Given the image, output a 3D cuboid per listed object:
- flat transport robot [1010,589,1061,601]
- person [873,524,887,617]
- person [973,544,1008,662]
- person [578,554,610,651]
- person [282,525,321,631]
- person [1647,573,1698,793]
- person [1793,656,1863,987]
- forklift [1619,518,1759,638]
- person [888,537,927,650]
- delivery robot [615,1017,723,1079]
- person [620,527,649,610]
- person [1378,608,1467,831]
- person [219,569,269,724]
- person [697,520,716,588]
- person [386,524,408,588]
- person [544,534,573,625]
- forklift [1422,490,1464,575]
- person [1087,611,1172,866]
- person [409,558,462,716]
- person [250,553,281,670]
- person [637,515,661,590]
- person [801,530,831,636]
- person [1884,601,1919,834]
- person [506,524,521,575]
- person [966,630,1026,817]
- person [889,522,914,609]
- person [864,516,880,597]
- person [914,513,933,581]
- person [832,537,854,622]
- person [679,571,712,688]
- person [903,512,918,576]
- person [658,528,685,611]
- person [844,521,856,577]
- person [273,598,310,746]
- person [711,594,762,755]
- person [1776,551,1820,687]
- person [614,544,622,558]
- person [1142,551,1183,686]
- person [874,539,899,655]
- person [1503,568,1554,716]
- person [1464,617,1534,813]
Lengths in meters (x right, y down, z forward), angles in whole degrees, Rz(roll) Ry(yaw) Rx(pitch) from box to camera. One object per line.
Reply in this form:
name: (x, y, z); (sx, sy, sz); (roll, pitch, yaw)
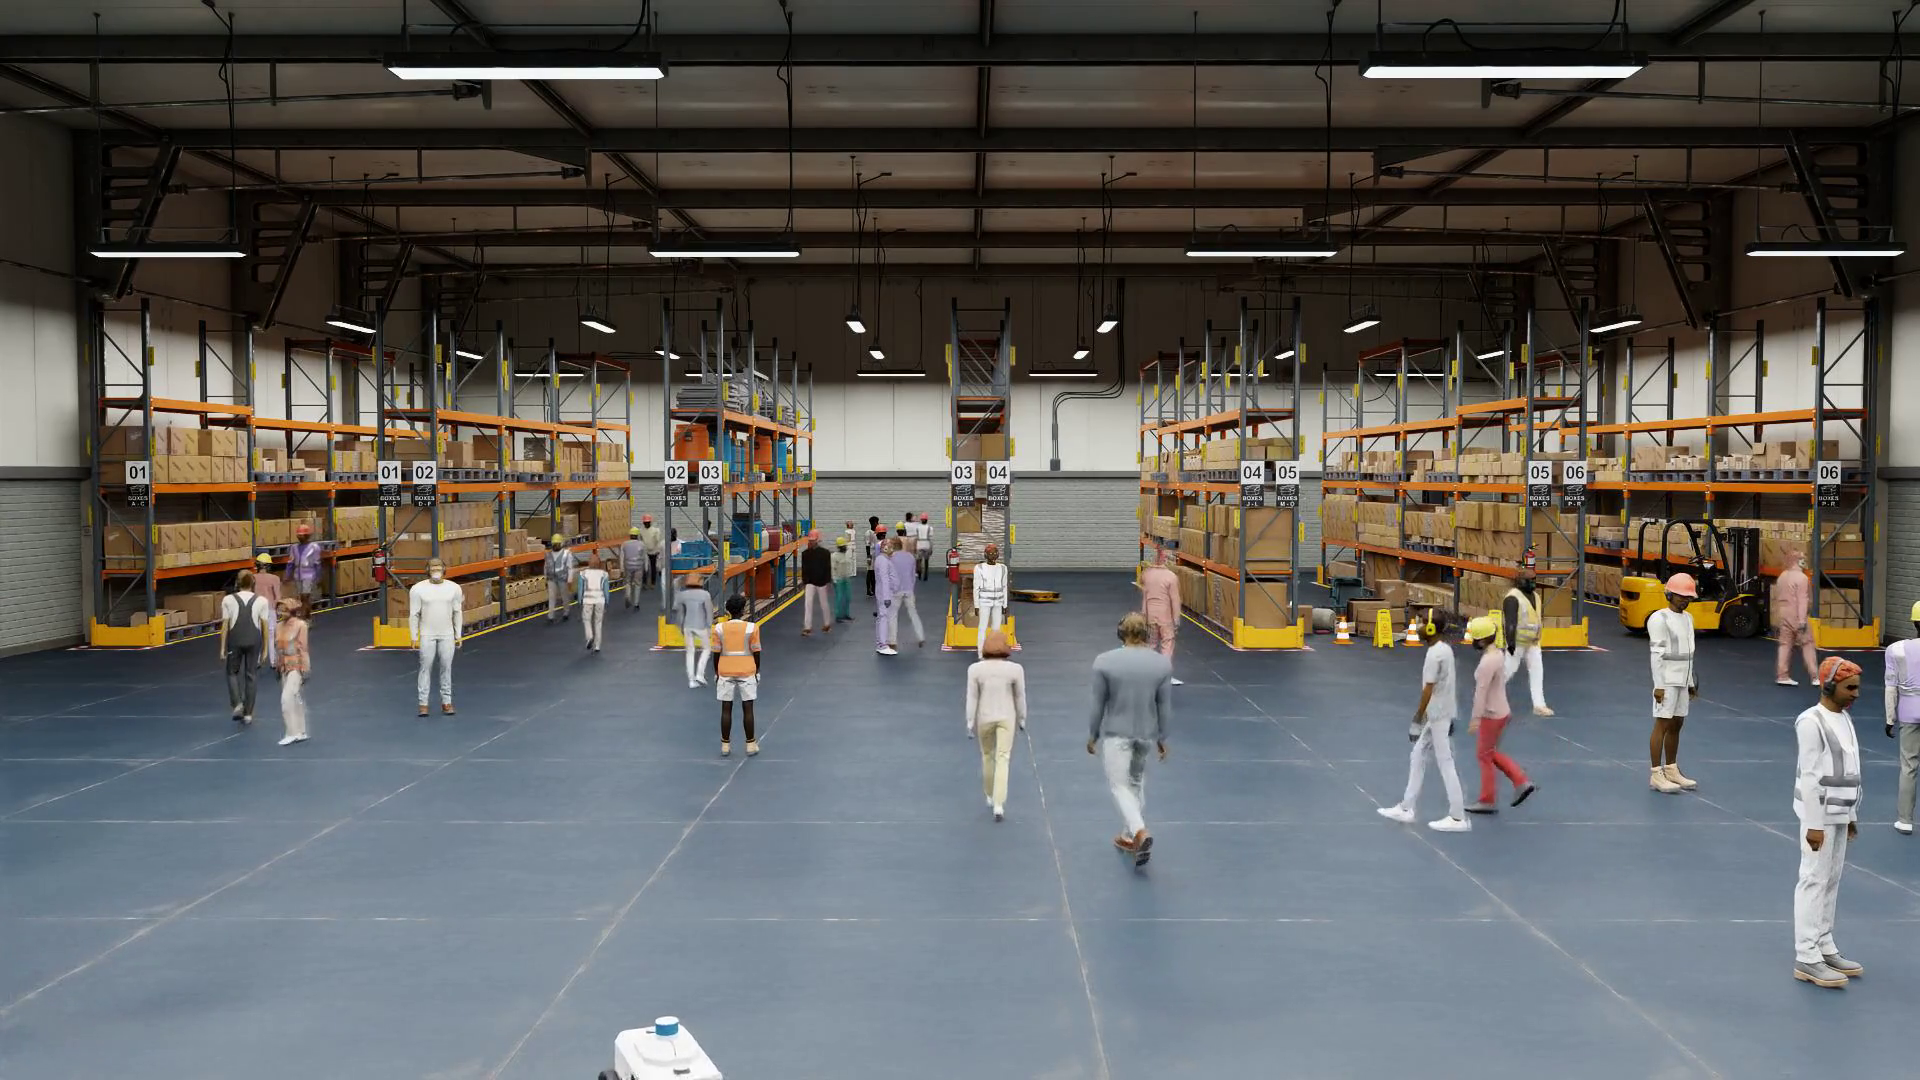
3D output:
flat transport robot: (1.740, 1.302, 38.084); (0.652, 0.197, 1.431); (-1, 3, -28)
person: (-1.635, 0.636, 33.853); (0.382, 1.930, 0.539); (2, 3, 34)
person: (0.479, 1.007, 24.996); (0.574, 1.883, 0.355); (-1, 2, -23)
person: (-6.121, 1.050, 27.001); (0.541, 1.628, 0.362); (-1, 2, -17)
person: (-12.458, 0.728, 30.491); (0.623, 2.017, 0.795); (1, 2, 15)
person: (6.704, 1.326, 15.113); (0.605, 2.034, 0.392); (-2, 3, -36)
person: (5.089, 1.622, 9.455); (0.573, 1.887, 0.354); (-2, 3, -43)
forklift: (13.417, 0.684, 29.791); (2.313, 2.155, 1.214); (0, 2, 0)
person: (-0.947, 0.904, 27.270); (0.822, 1.914, 0.554); (-1, 3, -29)
delivery robot: (-1.286, 2.347, 7.094); (0.477, 0.478, 0.707); (-1, 2, -24)
person: (-7.142, 0.627, 35.490); (0.610, 1.811, 0.682); (0, 2, -3)
person: (3.835, 1.485, 13.459); (0.846, 1.837, 0.562); (1, 2, 24)
person: (-8.531, 1.260, 19.242); (0.555, 1.830, 0.461); (-1, 3, -29)
person: (-6.418, 0.399, 41.092); (0.545, 1.815, 0.973); (0, 2, -1)
person: (-12.529, 0.545, 36.082); (0.545, 1.927, 0.385); (0, 2, 0)
person: (-7.995, 0.768, 32.202); (0.605, 1.795, 0.910); (0, 2, 3)
forklift: (13.926, -0.371, 47.846); (1.873, 2.768, 1.129); (0, 2, 0)
person: (1.320, 1.500, 12.324); (0.633, 1.912, 0.850); (-1, 2, -18)
person: (-6.450, 1.182, 19.888); (0.635, 1.937, 0.352); (-1, 3, -27)
person: (-10.570, 1.085, 24.521); (0.526, 1.765, 0.329); (0, 2, -3)
person: (-8.059, 0.307, 41.882); (0.613, 1.948, 1.013); (0, 2, -3)
person: (-2.645, 0.778, 29.948); (0.612, 1.959, 0.994); (1, 2, 15)
person: (7.925, 1.450, 13.265); (0.588, 1.930, 0.363); (1, 3, 28)
person: (-10.743, 0.488, 38.889); (0.628, 1.808, 0.705); (0, 2, 4)
person: (0.316, 1.584, 14.066); (0.519, 1.592, 0.866); (0, 2, 3)
person: (-1.307, 0.559, 35.681); (0.587, 1.930, 0.359); (0, 2, -1)
person: (-2.100, 0.400, 39.254); (0.367, 1.965, 0.607); (1, 2, 23)
person: (-1.018, 0.193, 45.047); (0.556, 1.917, 0.601); (0, 2, 6)
person: (-2.365, 0.789, 32.388); (0.546, 1.724, 0.470); (-2, 3, -41)
person: (-3.653, 1.234, 22.418); (0.530, 1.616, 0.386); (1, 2, 17)
person: (-1.522, 0.128, 47.395); (0.997, 1.864, 0.606); (2, 3, 43)
person: (-6.243, 0.649, 34.839); (0.660, 1.811, 0.833); (0, 2, 6)
person: (-3.190, 0.259, 46.841); (0.311, 1.638, 0.523); (1, 3, 29)
person: (-7.291, 1.438, 17.556); (0.557, 1.608, 0.628); (2, 3, 34)
person: (-2.351, 1.418, 17.019); (0.533, 1.692, 0.319); (0, 2, 2)
person: (11.762, 1.102, 22.500); (0.766, 1.882, 0.677); (0, 2, -4)
person: (-9.599, 0.173, 45.149); (0.945, 1.961, 0.614); (0, 2, -3)
person: (2.875, 1.097, 22.857); (0.394, 1.882, 0.709); (-2, 3, -40)
person: (-1.213, 0.934, 26.633); (0.407, 1.902, 0.639); (0, 2, -9)
person: (6.918, 1.245, 20.063); (0.638, 1.812, 0.897); (-2, 3, -35)
person: (4.639, 1.523, 13.984); (0.497, 1.731, 0.552); (1, 3, 27)
